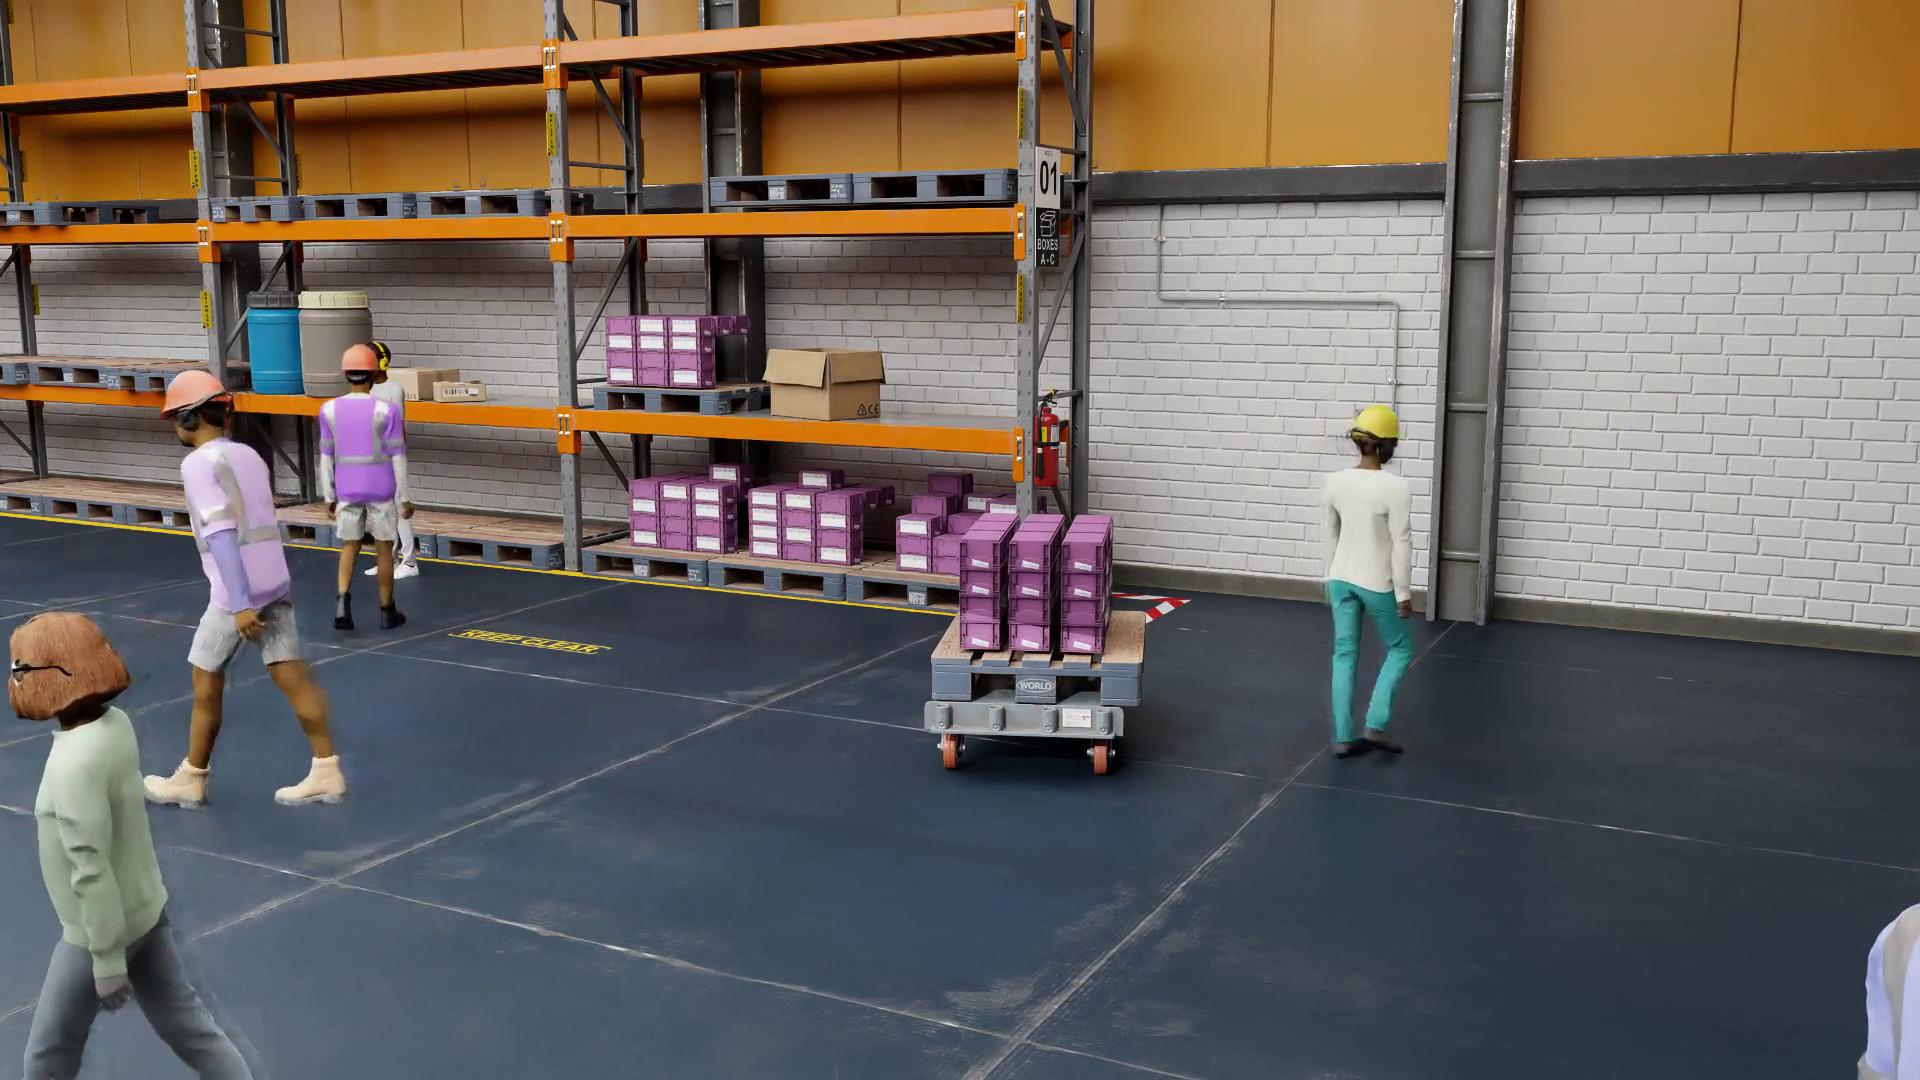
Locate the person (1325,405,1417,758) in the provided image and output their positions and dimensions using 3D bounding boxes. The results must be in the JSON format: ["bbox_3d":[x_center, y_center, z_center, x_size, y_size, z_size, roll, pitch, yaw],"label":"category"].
[{"bbox_3d":[2.041,0.210,8.208,0.449,1.751,0.546,-7,12,-39],"label":"person"}]

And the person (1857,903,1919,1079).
[{"bbox_3d":[1.389,1.106,2.140,0.375,1.939,0.546,-1,9,-8],"label":"person"}]

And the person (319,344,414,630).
[{"bbox_3d":[-3.937,-0.333,11.043,0.564,1.932,0.511,0,9,3],"label":"person"}]

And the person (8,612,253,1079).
[{"bbox_3d":[-2.152,0.956,4.152,0.873,1.583,0.525,-2,9,-14],"label":"person"}]

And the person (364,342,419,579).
[{"bbox_3d":[-4.506,-0.620,13.047,0.505,1.860,0.320,8,12,42],"label":"person"}]

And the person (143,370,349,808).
[{"bbox_3d":[-3.255,0.236,7.434,1.009,1.960,0.649,1,9,6],"label":"person"}]
